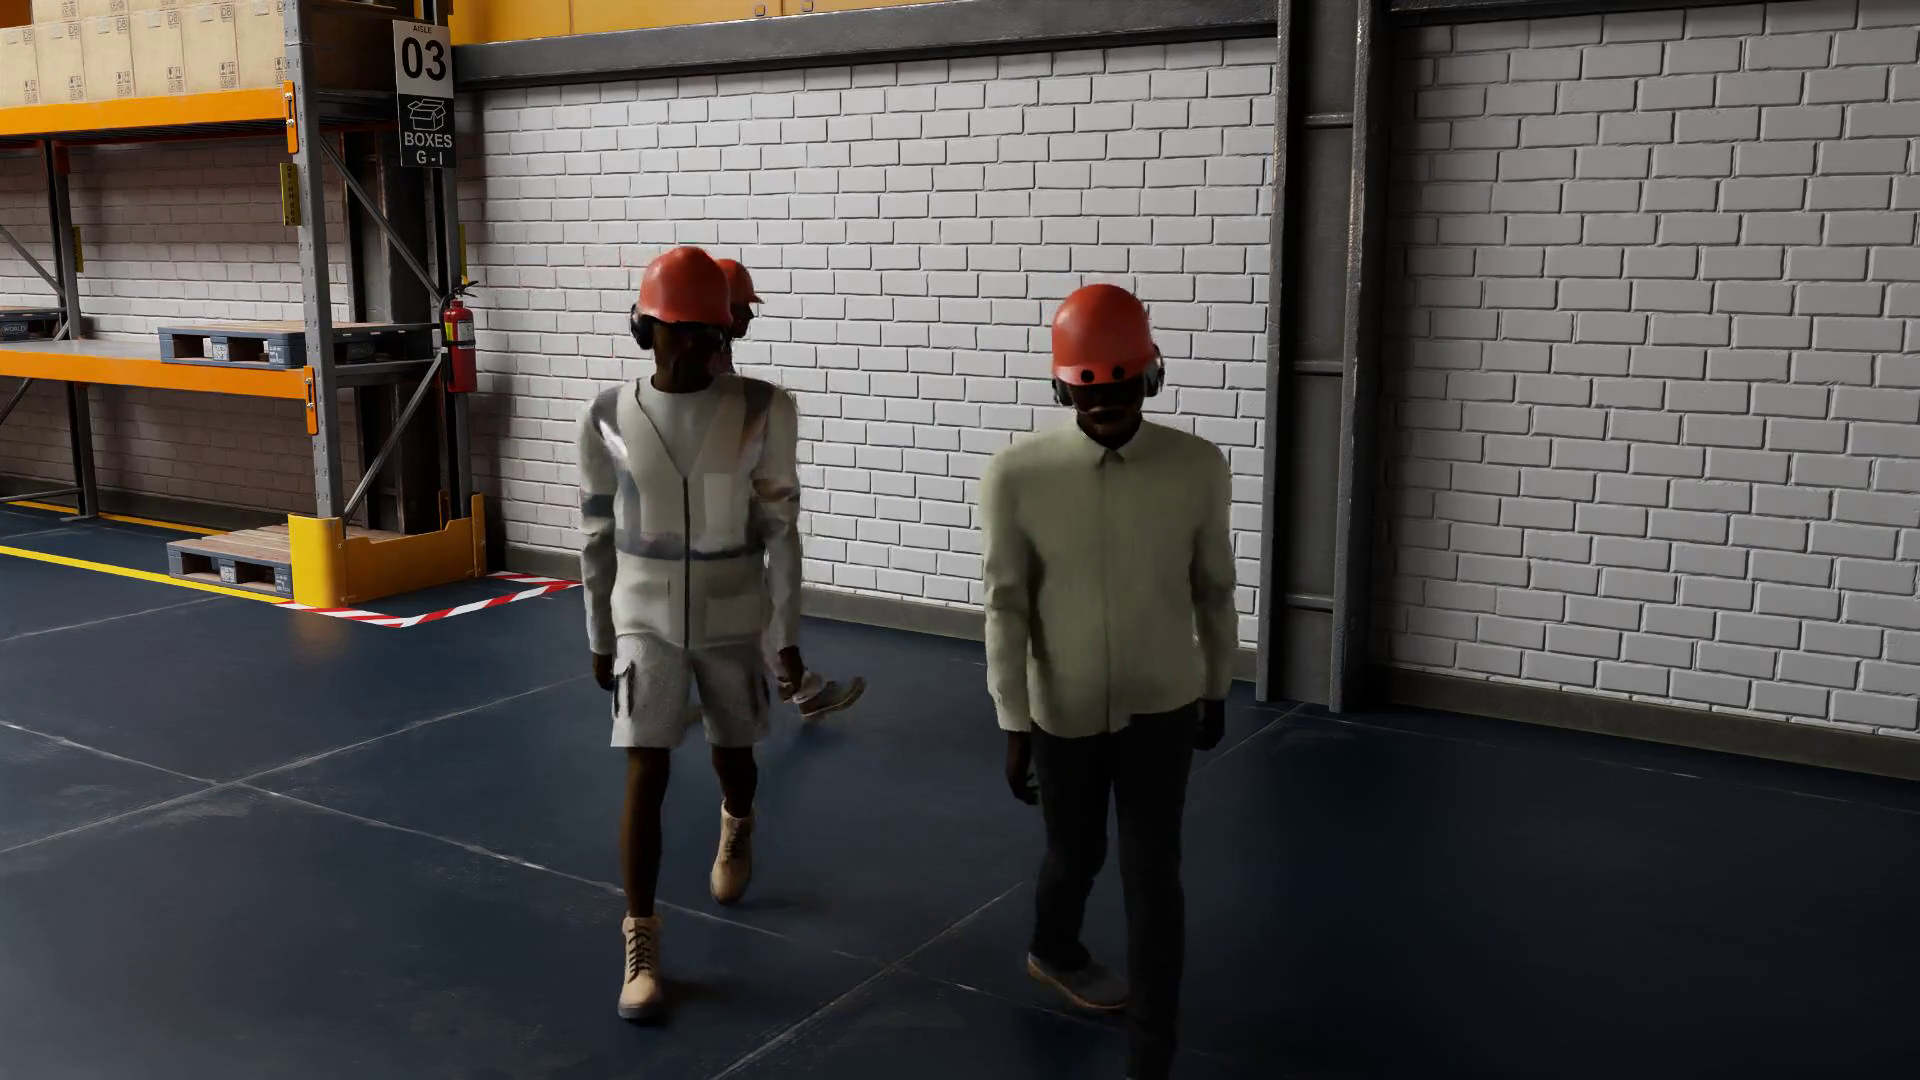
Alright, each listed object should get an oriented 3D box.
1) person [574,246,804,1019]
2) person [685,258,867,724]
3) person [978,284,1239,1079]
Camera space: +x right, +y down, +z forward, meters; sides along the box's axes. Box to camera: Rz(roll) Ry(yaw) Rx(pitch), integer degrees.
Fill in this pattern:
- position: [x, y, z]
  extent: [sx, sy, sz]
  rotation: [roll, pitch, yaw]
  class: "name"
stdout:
- position: [-0.741, 0.199, 4.613]
  extent: [0.609, 2.018, 0.881]
  rotation: [-1, 10, -7]
  class: "person"
- position: [-0.923, -0.178, 6.885]
  extent: [1.028, 1.935, 0.652]
  rotation: [-1, 10, -6]
  class: "person"
- position: [0.353, 0.355, 3.975]
  extent: [0.617, 1.942, 0.845]
  rotation: [0, 10, 0]
  class: "person"
